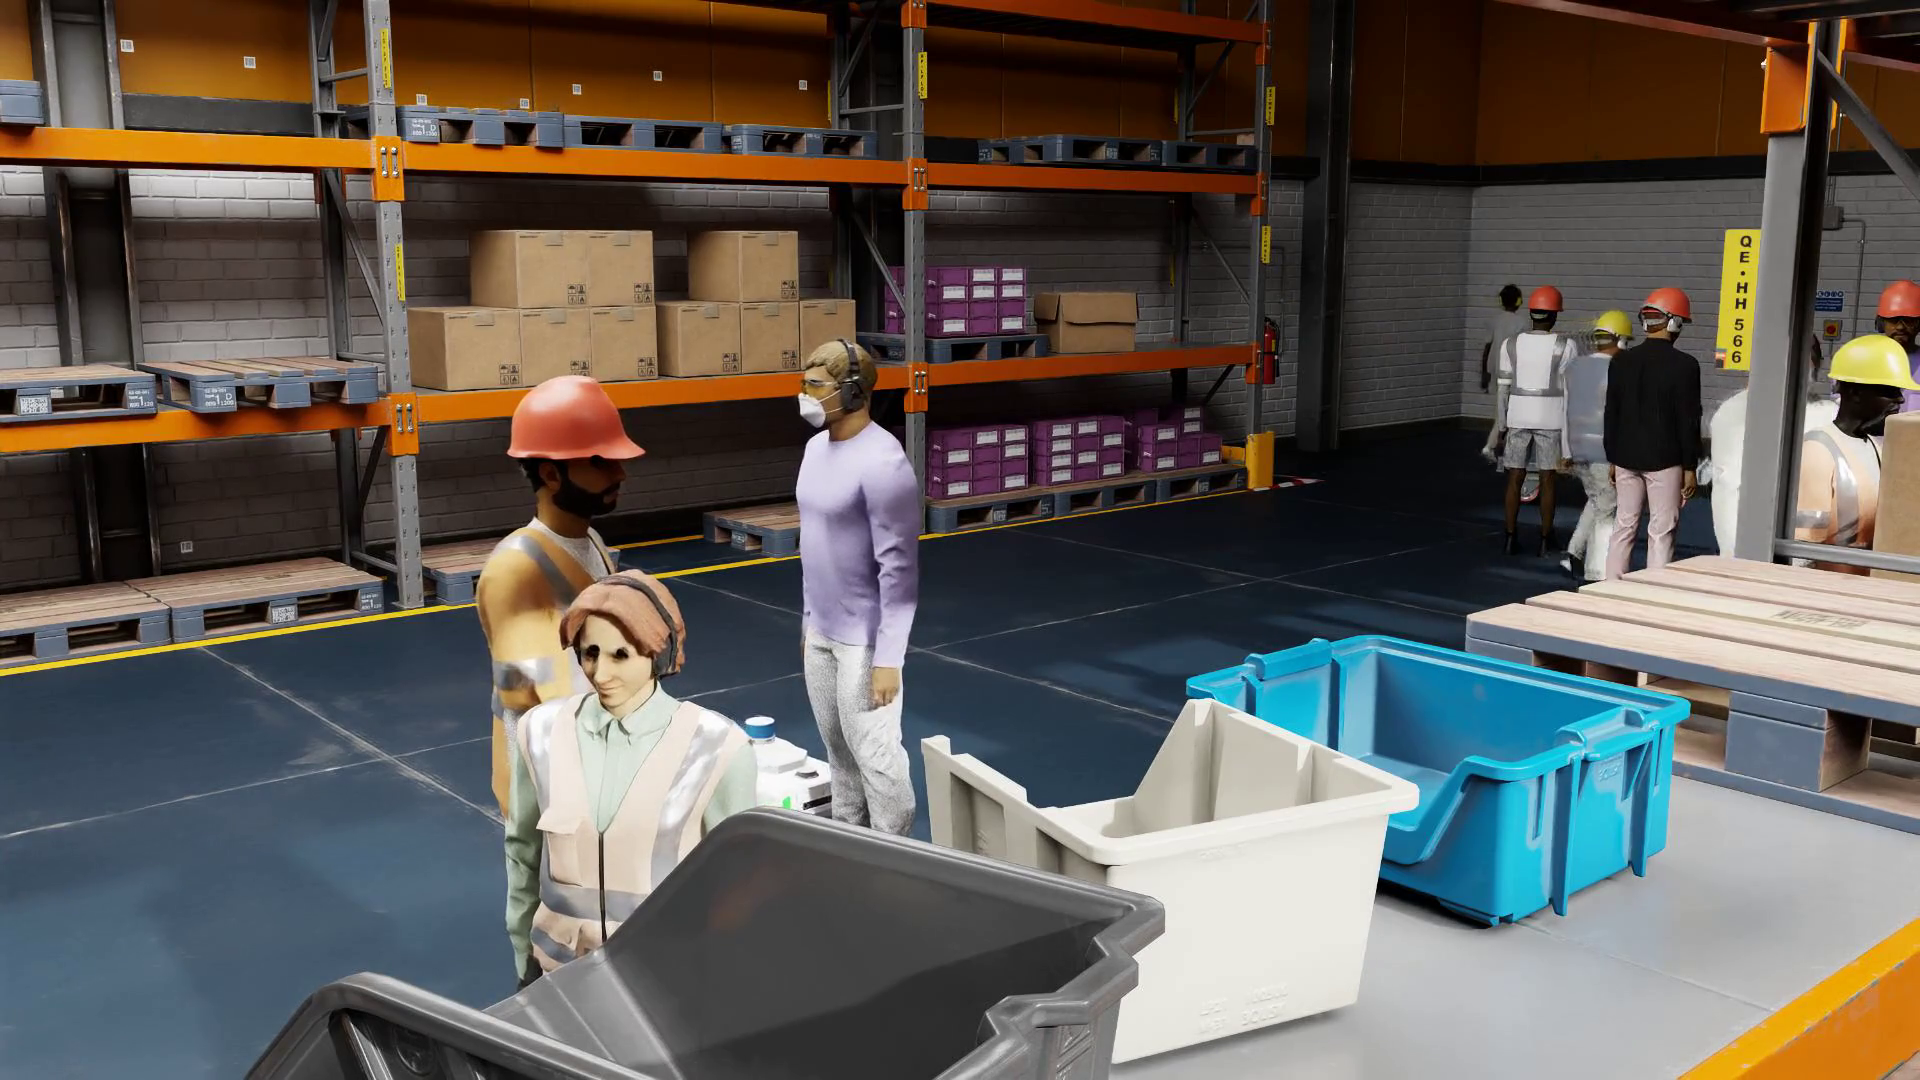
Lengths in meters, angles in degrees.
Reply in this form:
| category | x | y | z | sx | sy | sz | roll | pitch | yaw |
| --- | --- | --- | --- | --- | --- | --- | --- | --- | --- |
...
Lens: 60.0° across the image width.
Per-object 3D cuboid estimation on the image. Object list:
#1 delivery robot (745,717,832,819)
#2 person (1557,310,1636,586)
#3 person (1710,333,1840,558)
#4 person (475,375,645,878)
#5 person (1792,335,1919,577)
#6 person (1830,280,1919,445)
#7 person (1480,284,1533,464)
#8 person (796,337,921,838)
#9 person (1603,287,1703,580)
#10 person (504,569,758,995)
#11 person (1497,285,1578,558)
| category | x | y | z | sx | sy | sz | roll | pitch | yaw |
| --- | --- | --- | --- | --- | --- | --- | --- | --- | --- |
| delivery robot | -0.707 | 0.872 | 5.905 | 0.477 | 0.478 | 0.707 | -10 | 14 | -43 |
| person | 4.117 | -0.554 | 10.632 | 0.430 | 1.810 | 0.624 | -4 | 11 | -20 |
| person | 3.509 | 0.013 | 7.229 | 0.639 | 1.913 | 0.910 | -1 | 10 | -8 |
| person | -0.892 | 0.587 | 3.888 | 0.365 | 1.939 | 0.542 | 1 | 10 | 4 |
| person | 3.142 | 0.229 | 5.962 | 0.587 | 1.919 | 0.403 | -9 | 13 | -40 |
| person | 4.958 | -0.357 | 8.884 | 0.615 | 2.040 | 0.391 | 4 | 11 | 22 |
| person | 5.593 | -1.701 | 17.028 | 0.958 | 1.830 | 0.520 | -9 | 14 | -41 |
| person | -0.349 | 0.318 | 5.392 | 0.379 | 1.940 | 0.629 | -6 | 12 | -28 |
| person | 3.976 | -0.446 | 9.536 | 0.391 | 1.989 | 0.611 | -6 | 12 | -30 |
| person | -0.624 | 0.862 | 3.192 | 0.511 | 1.638 | 0.308 | 2 | 10 | 12 |
| person | 4.126 | -0.842 | 11.895 | 0.551 | 1.934 | 0.372 | 7 | 12 | 32 |
